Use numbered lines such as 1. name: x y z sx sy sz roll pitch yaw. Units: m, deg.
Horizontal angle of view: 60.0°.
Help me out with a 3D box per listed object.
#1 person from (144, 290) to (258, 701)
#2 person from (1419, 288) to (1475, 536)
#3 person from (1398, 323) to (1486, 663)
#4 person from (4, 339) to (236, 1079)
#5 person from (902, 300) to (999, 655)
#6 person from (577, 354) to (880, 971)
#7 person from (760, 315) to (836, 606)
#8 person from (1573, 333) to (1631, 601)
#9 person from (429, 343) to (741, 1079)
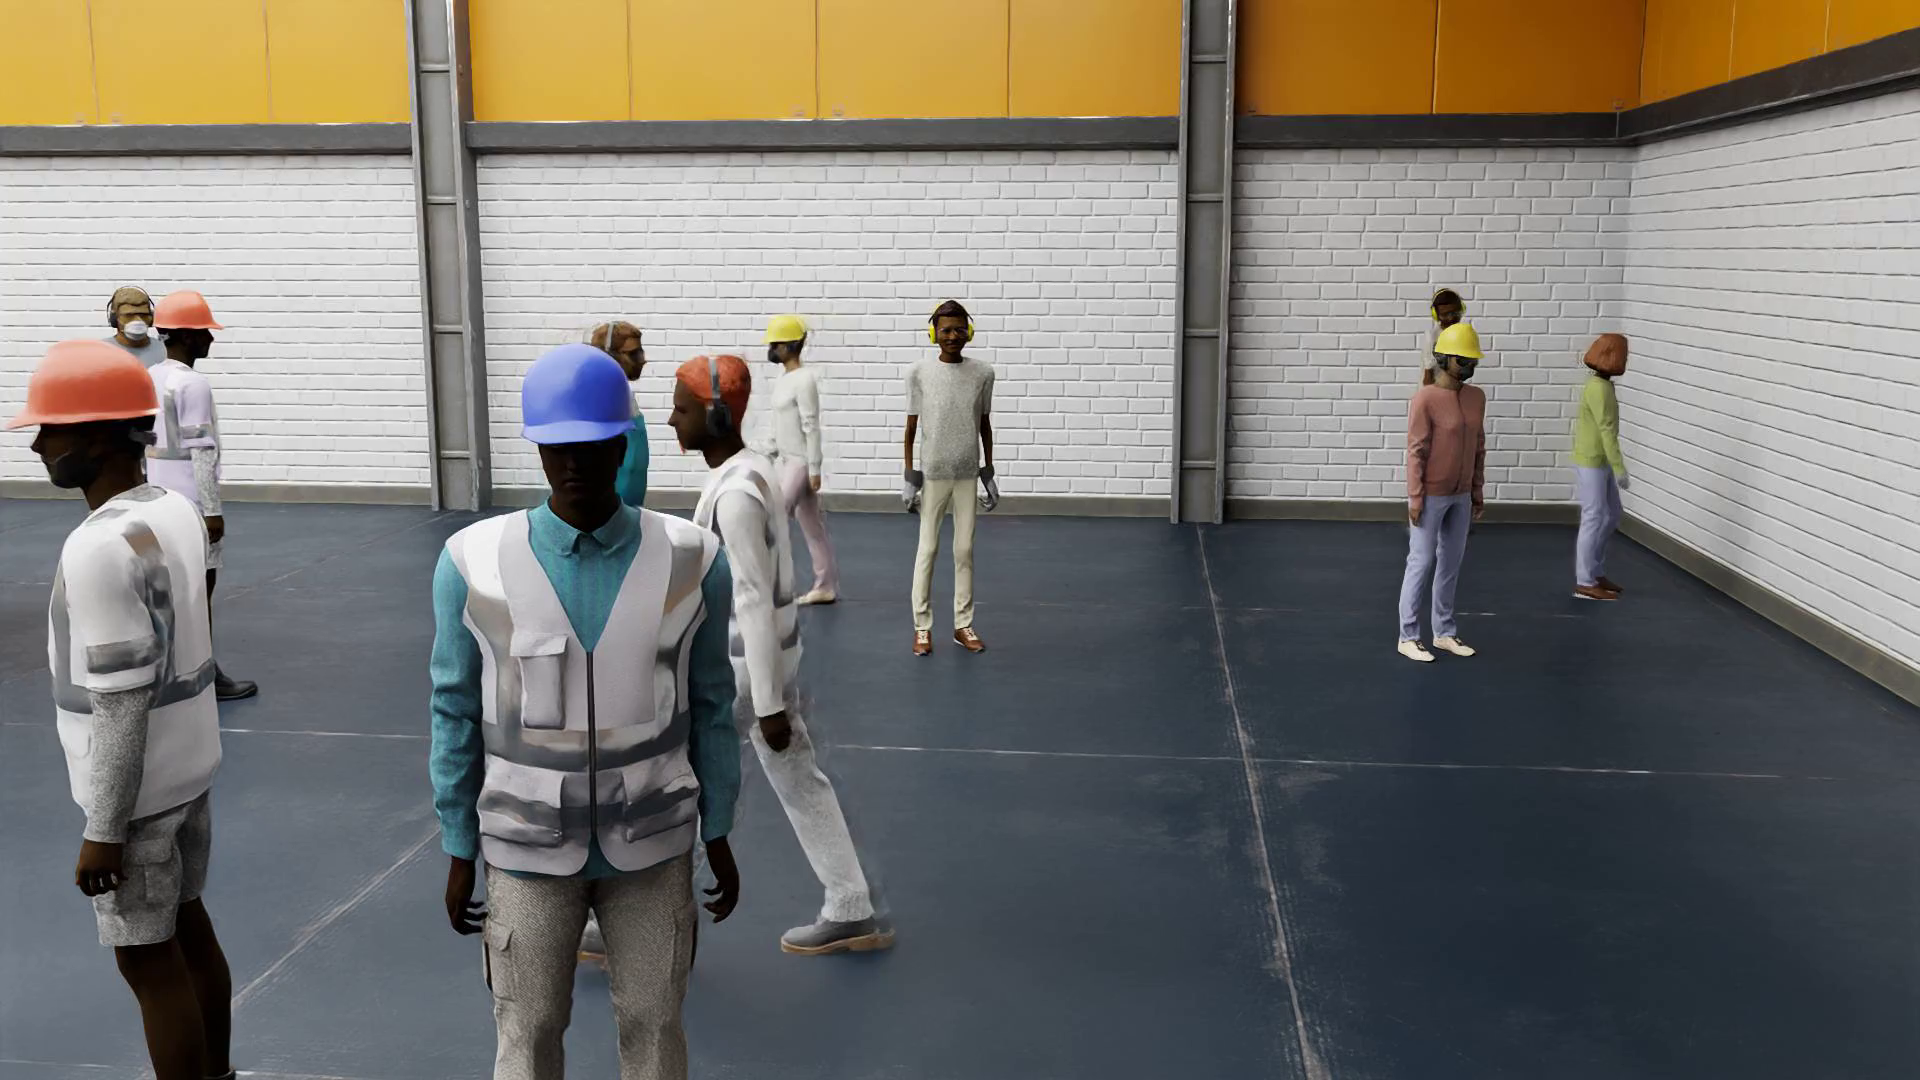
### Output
1. person: -3.618 -0.200 7.854 0.548 1.937 0.379 9 13 41
2. person: 3.550 -0.918 12.221 0.314 1.851 0.680 8 13 39
3. person: 2.516 -0.238 8.594 0.519 1.755 0.355 -6 12 -32
4. person: -1.843 0.527 3.693 0.361 1.935 0.552 -2 10 -9
5. person: -0.047 -0.327 8.773 0.523 1.870 0.317 -3 10 -16
6. person: -0.708 0.373 4.881 1.005 1.827 0.582 0 10 -2
7. person: -1.068 -0.442 9.783 0.757 1.736 0.556 -4 11 -20
8. person: 3.920 -0.437 10.100 0.370 1.628 0.518 5 11 25
9. person: -0.735 0.585 3.321 0.604 1.949 0.389 -3 10 -15
